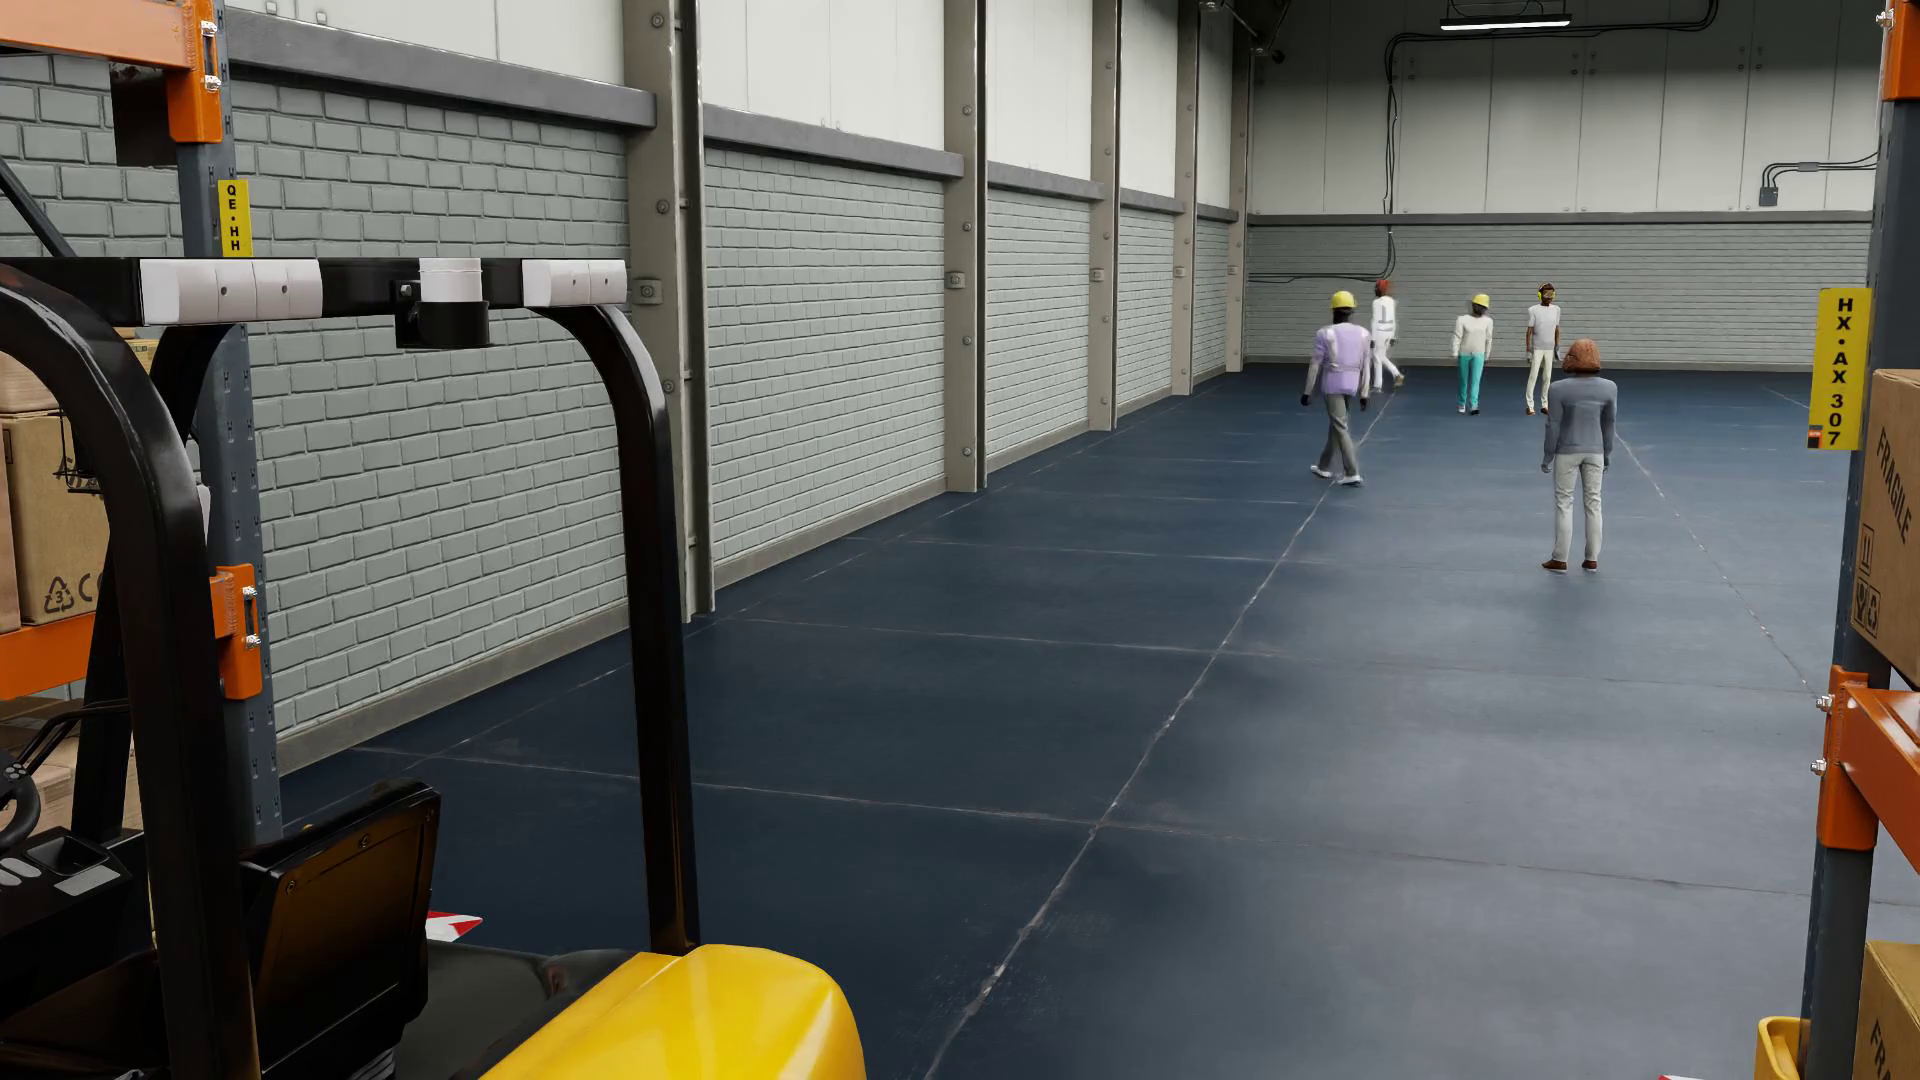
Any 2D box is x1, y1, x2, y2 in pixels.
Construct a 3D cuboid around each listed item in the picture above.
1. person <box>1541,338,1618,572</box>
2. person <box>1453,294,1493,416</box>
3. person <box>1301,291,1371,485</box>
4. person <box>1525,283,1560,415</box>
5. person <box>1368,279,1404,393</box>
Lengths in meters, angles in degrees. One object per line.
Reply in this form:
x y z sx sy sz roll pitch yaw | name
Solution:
4.319 -0.585 11.627 0.503 1.636 0.280 -1 10 -4 | person
7.244 -2.614 23.512 0.544 1.697 0.948 2 10 11 | person
3.708 -1.489 16.298 0.604 1.878 0.982 -4 10 -22 | person
8.230 -2.681 23.457 0.519 1.861 0.317 -2 10 -12 | person
7.002 -3.352 27.405 0.517 1.872 0.579 9 13 43 | person
